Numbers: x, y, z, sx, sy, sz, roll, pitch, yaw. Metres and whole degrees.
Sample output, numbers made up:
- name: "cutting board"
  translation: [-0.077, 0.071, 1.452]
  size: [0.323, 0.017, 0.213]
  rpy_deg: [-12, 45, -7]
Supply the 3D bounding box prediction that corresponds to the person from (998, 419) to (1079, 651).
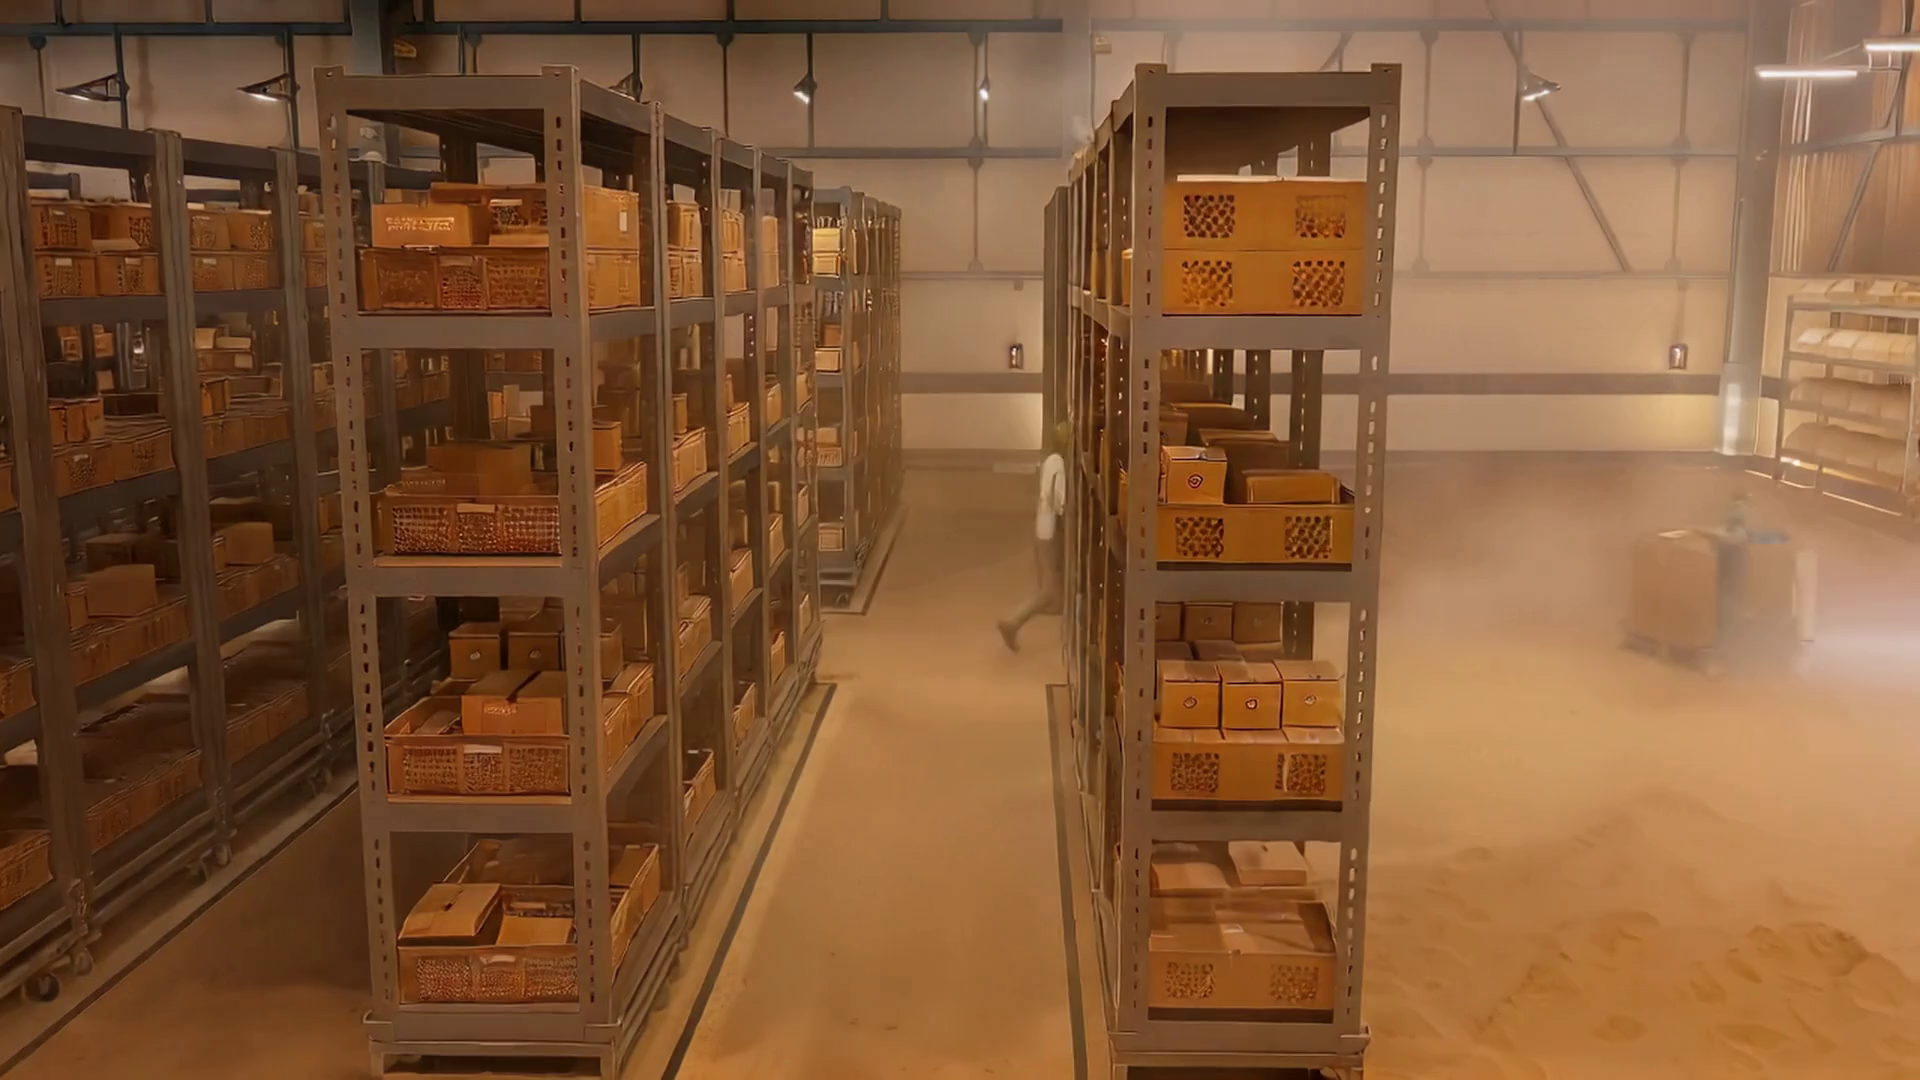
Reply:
- name: "person"
  translation: [0.724, -0.023, 12.669]
  size: [0.815, 1.819, 0.575]
  rpy_deg: [0, 10, -2]
